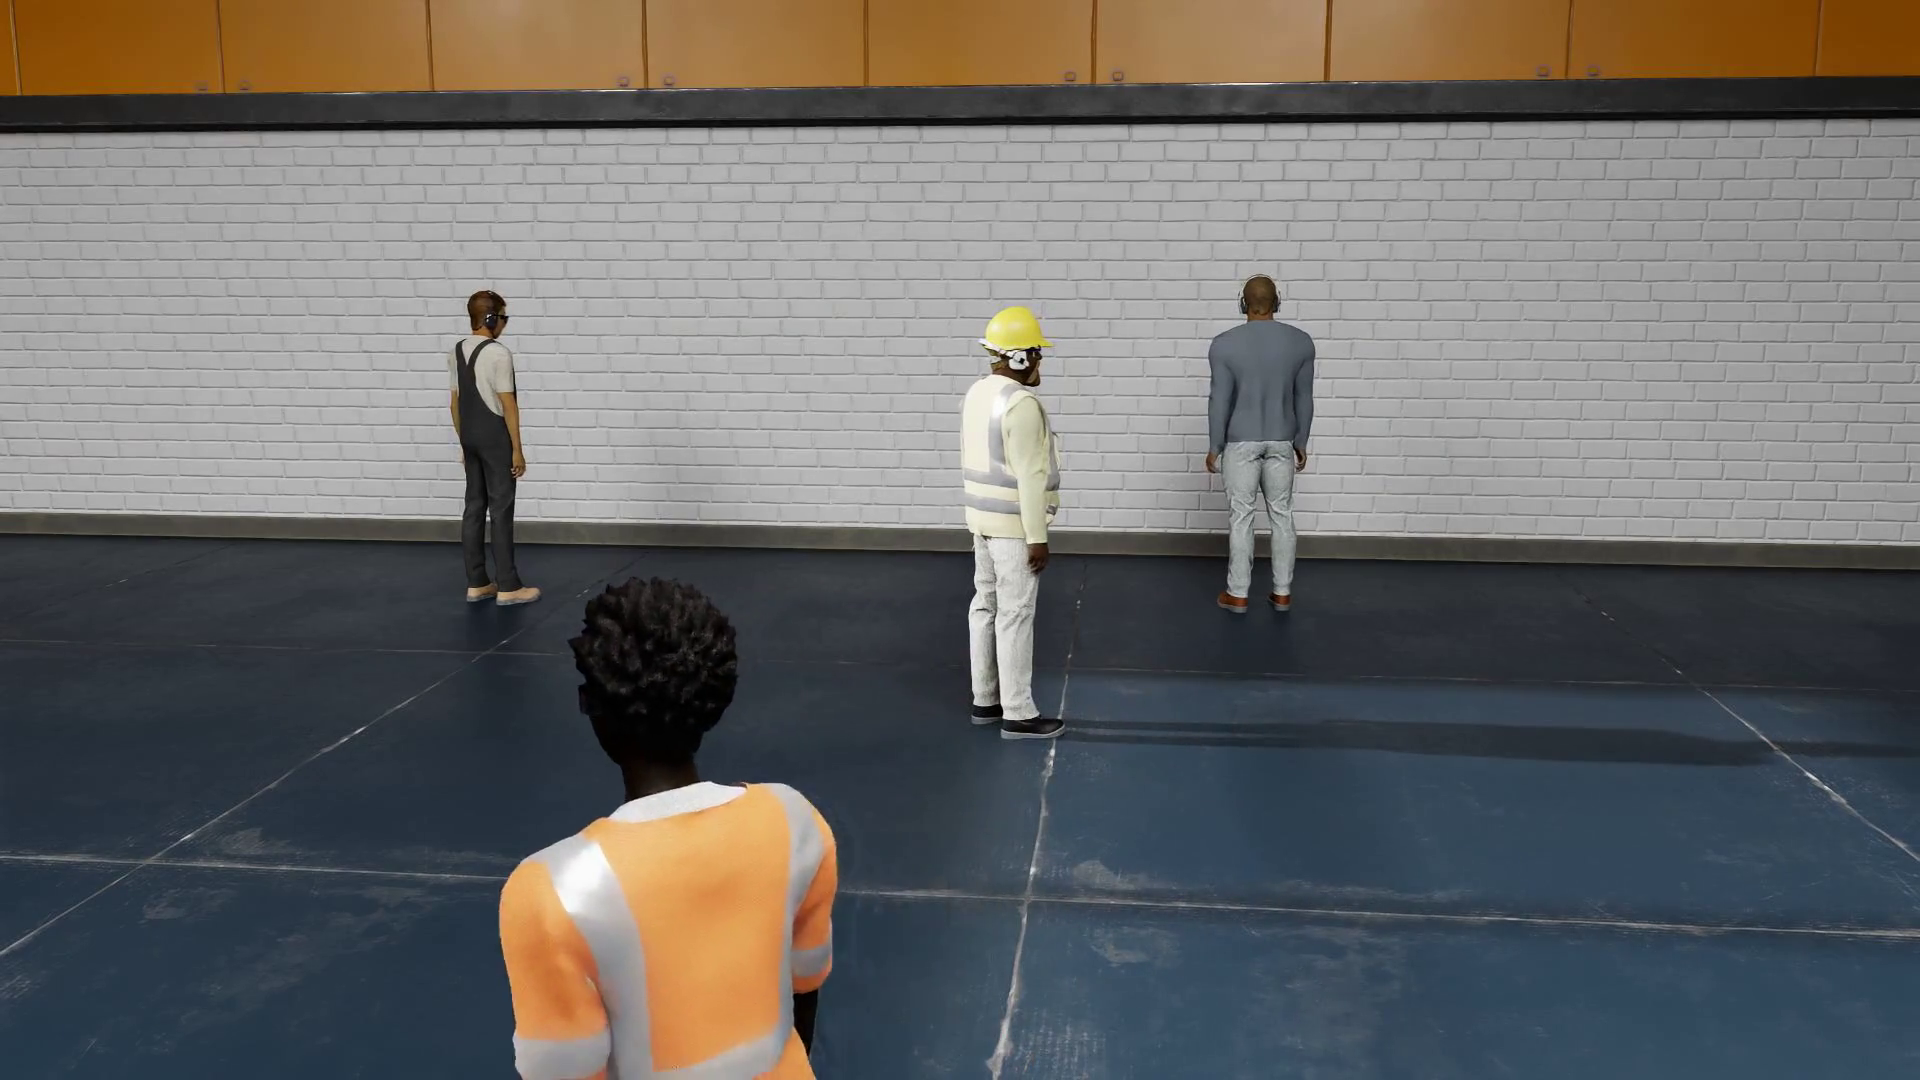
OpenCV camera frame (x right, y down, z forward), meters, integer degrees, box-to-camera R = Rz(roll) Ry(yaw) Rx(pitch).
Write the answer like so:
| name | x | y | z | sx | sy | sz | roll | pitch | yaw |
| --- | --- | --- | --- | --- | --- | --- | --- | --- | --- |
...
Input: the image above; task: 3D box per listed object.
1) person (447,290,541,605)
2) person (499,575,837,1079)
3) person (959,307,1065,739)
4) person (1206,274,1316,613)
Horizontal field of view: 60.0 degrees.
| name | x | y | z | sx | sy | sz | roll | pitch | yaw |
| --- | --- | --- | --- | --- | --- | --- | --- | --- | --- |
| person | -2.754 | -0.535 | 9.755 | 0.507 | 1.840 | 0.343 | 6 | 12 | 32 |
| person | -0.362 | 0.868 | 2.271 | 0.537 | 1.643 | 0.923 | -9 | 13 | -42 |
| person | 0.225 | -0.073 | 7.122 | 0.404 | 1.835 | 0.586 | -5 | 11 | -25 |
| person | 1.707 | -0.542 | 9.527 | 0.627 | 1.934 | 0.370 | -1 | 10 | -8 |
